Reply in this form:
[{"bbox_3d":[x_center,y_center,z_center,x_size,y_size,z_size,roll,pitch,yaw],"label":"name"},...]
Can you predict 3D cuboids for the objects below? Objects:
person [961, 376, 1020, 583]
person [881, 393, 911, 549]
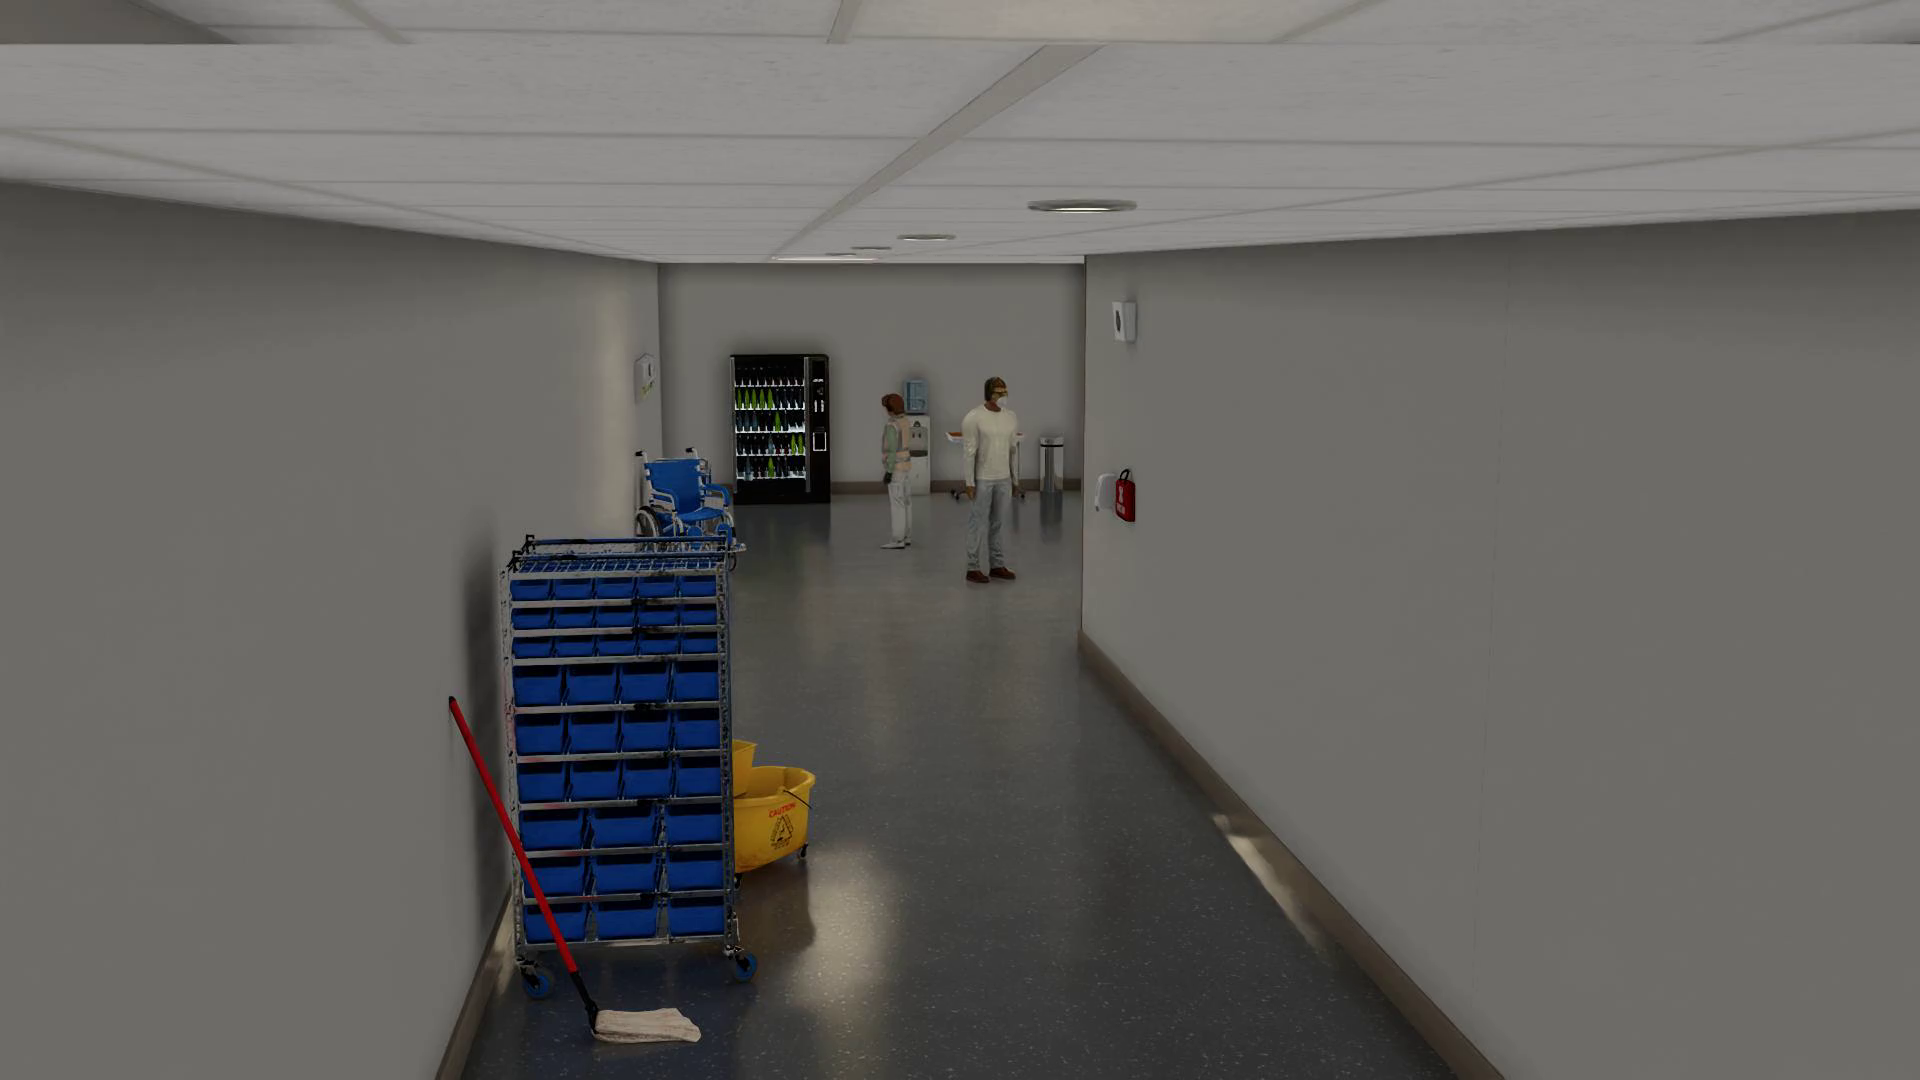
[{"bbox_3d":[0.291,-0.567,15.593,0.629,1.936,0.364,-7,11,-37],"label":"person"},{"bbox_3d":[-0.668,-0.724,17.495,0.312,1.638,0.512,3,9,16],"label":"person"}]
